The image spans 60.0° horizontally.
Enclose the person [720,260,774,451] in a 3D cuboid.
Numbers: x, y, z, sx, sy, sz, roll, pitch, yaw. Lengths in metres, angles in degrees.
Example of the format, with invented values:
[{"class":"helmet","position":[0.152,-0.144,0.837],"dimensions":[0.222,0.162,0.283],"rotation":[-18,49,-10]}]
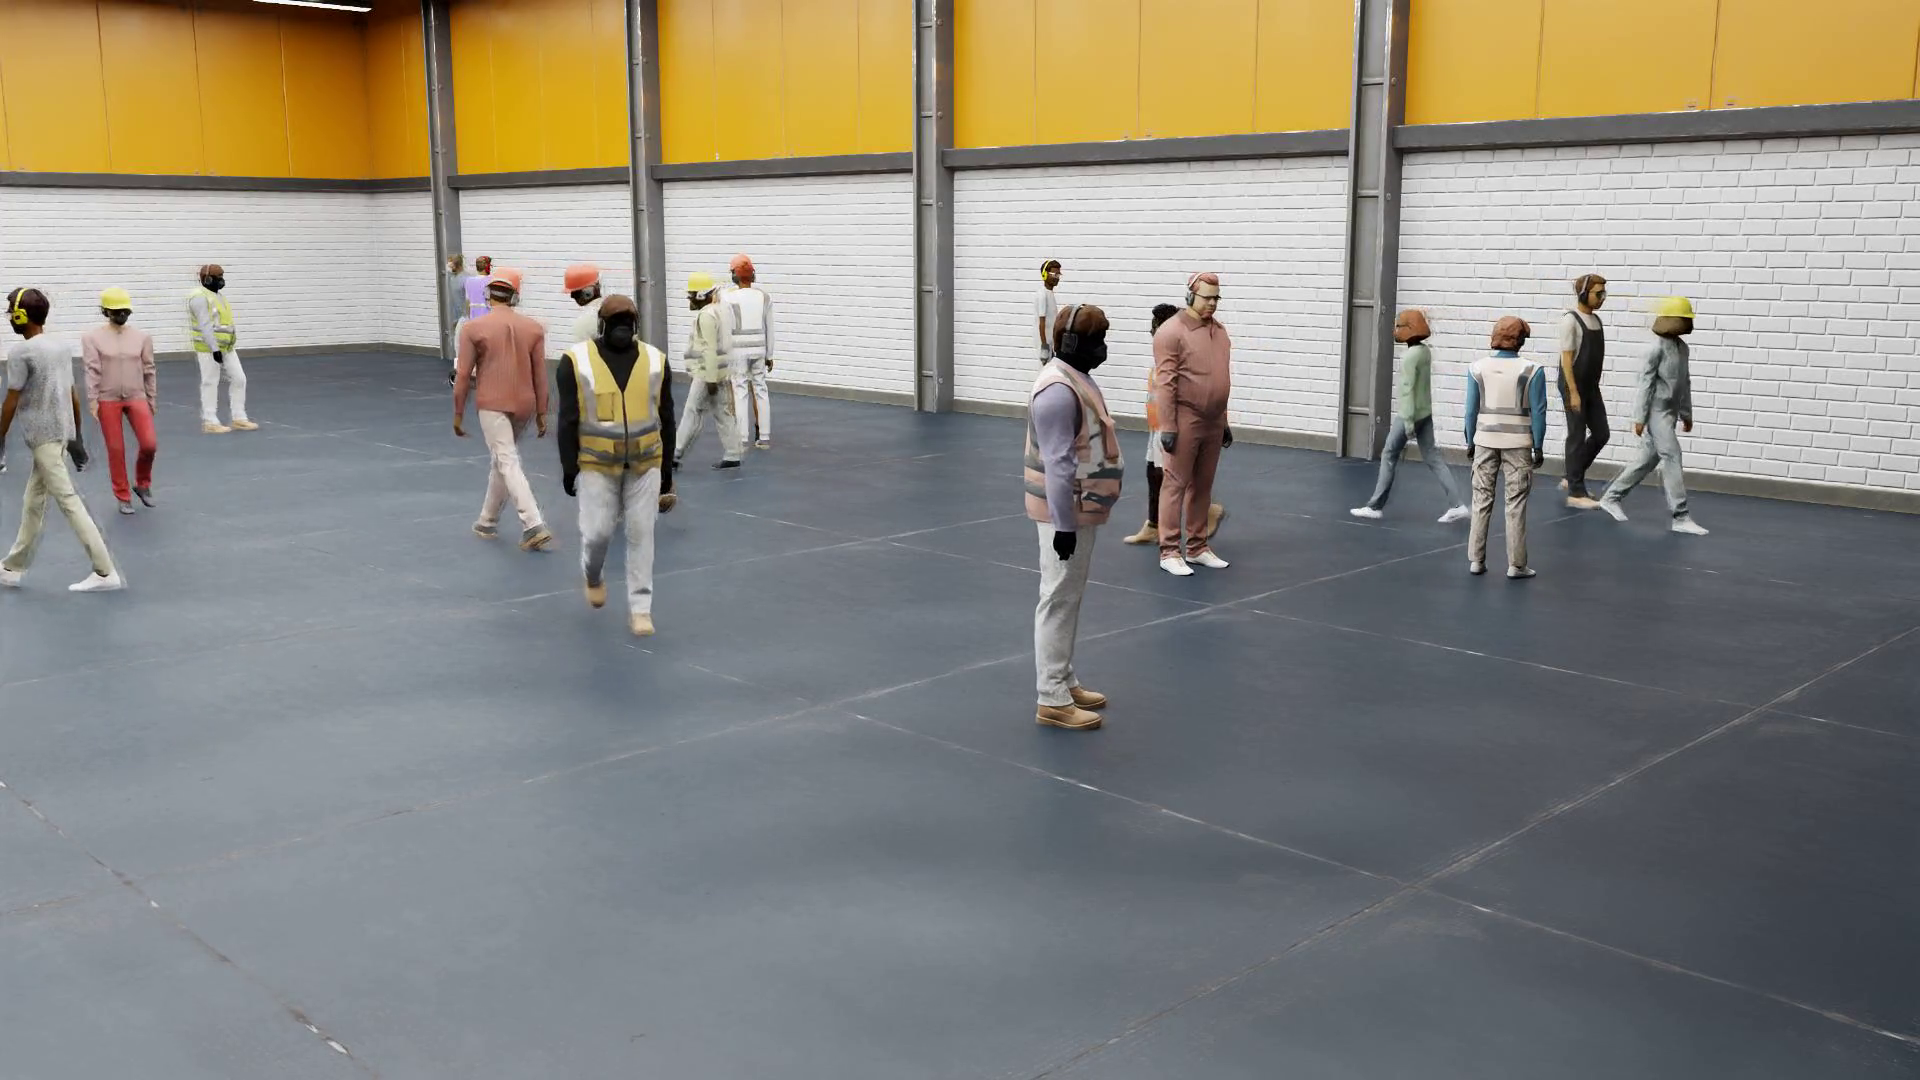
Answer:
[{"class":"person","position":[-2.112,-1.823,16.517],"dimensions":[0.583,1.880,0.337],"rotation":[-7,12,-33]}]

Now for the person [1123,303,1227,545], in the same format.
[{"class":"person","position":[1.466,-0.771,11.330],"dimensions":[0.616,1.677,0.547],"rotation":[0,10,-1]}]

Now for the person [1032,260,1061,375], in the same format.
[{"class":"person","position":[0.951,-2.083,17.988],"dimensions":[0.335,1.865,0.520],"rotation":[2,11,11]}]

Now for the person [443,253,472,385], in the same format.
[{"class":"person","position":[-7.002,-3.175,23.884],"dimensions":[0.887,1.896,0.636],"rotation":[-6,12,-30]}]

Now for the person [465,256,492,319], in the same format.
[{"class":"person","position":[-6.577,-2.998,23.023],"dimensions":[0.563,1.846,0.390],"rotation":[4,11,22]}]

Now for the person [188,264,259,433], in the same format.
[{"class":"person","position":[-7.953,-2.056,17.950],"dimensions":[0.598,1.830,0.637],"rotation":[1,10,4]}]

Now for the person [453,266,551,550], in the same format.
[{"class":"person","position":[-3.119,-0.913,11.450],"dimensions":[1.055,1.933,0.633],"rotation":[10,14,43]}]

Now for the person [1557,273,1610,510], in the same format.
[{"class":"person","position":[4.890,-1.157,13.001],"dimensions":[0.533,1.838,0.432],"rotation":[-8,13,-36]}]

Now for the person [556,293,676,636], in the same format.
[{"class":"person","position":[-1.858,-0.419,9.014],"dimensions":[0.645,1.828,0.617],"rotation":[-4,11,-22]}]

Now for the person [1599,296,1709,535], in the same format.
[{"class":"person","position":[5.089,-0.932,12.138],"dimensions":[0.502,1.703,0.877],"rotation":[-9,14,-40]}]

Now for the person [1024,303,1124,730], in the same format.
[{"class":"person","position":[0.500,-0.109,7.290],"dimensions":[0.428,1.840,0.631],"rotation":[2,11,11]}]

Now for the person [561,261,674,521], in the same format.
[{"class":"person","position":[-2.513,-1.062,12.185],"dimensions":[0.752,1.943,0.673],"rotation":[6,12,30]}]

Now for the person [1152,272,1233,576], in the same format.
[{"class":"person","position":[1.506,-0.735,10.537],"dimensions":[0.636,1.902,0.406],"rotation":[-10,14,-42]}]

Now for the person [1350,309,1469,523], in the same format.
[{"class":"person","position":[3.399,-0.917,12.376],"dimensions":[0.863,1.592,0.512],"rotation":[8,13,37]}]

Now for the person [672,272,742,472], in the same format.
[{"class":"person","position":[-2.391,-1.497,14.973],"dimensions":[0.881,1.790,0.628],"rotation":[0,10,0]}]

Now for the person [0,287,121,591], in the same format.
[{"class":"person","position":[-5.520,-0.580,9.907],"dimensions":[0.961,1.819,0.542],"rotation":[0,10,1]}]

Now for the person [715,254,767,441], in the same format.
[{"class":"person","position":[-2.255,-1.979,17.233],"dimensions":[0.548,1.931,0.381],"rotation":[-2,11,-11]}]

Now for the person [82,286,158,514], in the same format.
[{"class":"person","position":[-6.401,-1.062,12.726],"dimensions":[0.525,1.747,0.373],"rotation":[-8,13,-39]}]

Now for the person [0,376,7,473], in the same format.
[{"class":"person","position":[-8.771,-1.389,14.881],"dimensions":[0.350,1.623,0.503],"rotation":[1,10,6]}]

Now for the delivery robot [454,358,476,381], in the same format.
[{"class":"delivery robot","position":[-6.708,-2.424,23.160],"dimensions":[0.707,0.478,0.477],"rotation":[7,13,34]}]

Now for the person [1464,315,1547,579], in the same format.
[{"class":"person","position":[3.390,-0.574,10.369],"dimensions":[0.514,1.640,0.310],"rotation":[8,13,38]}]
